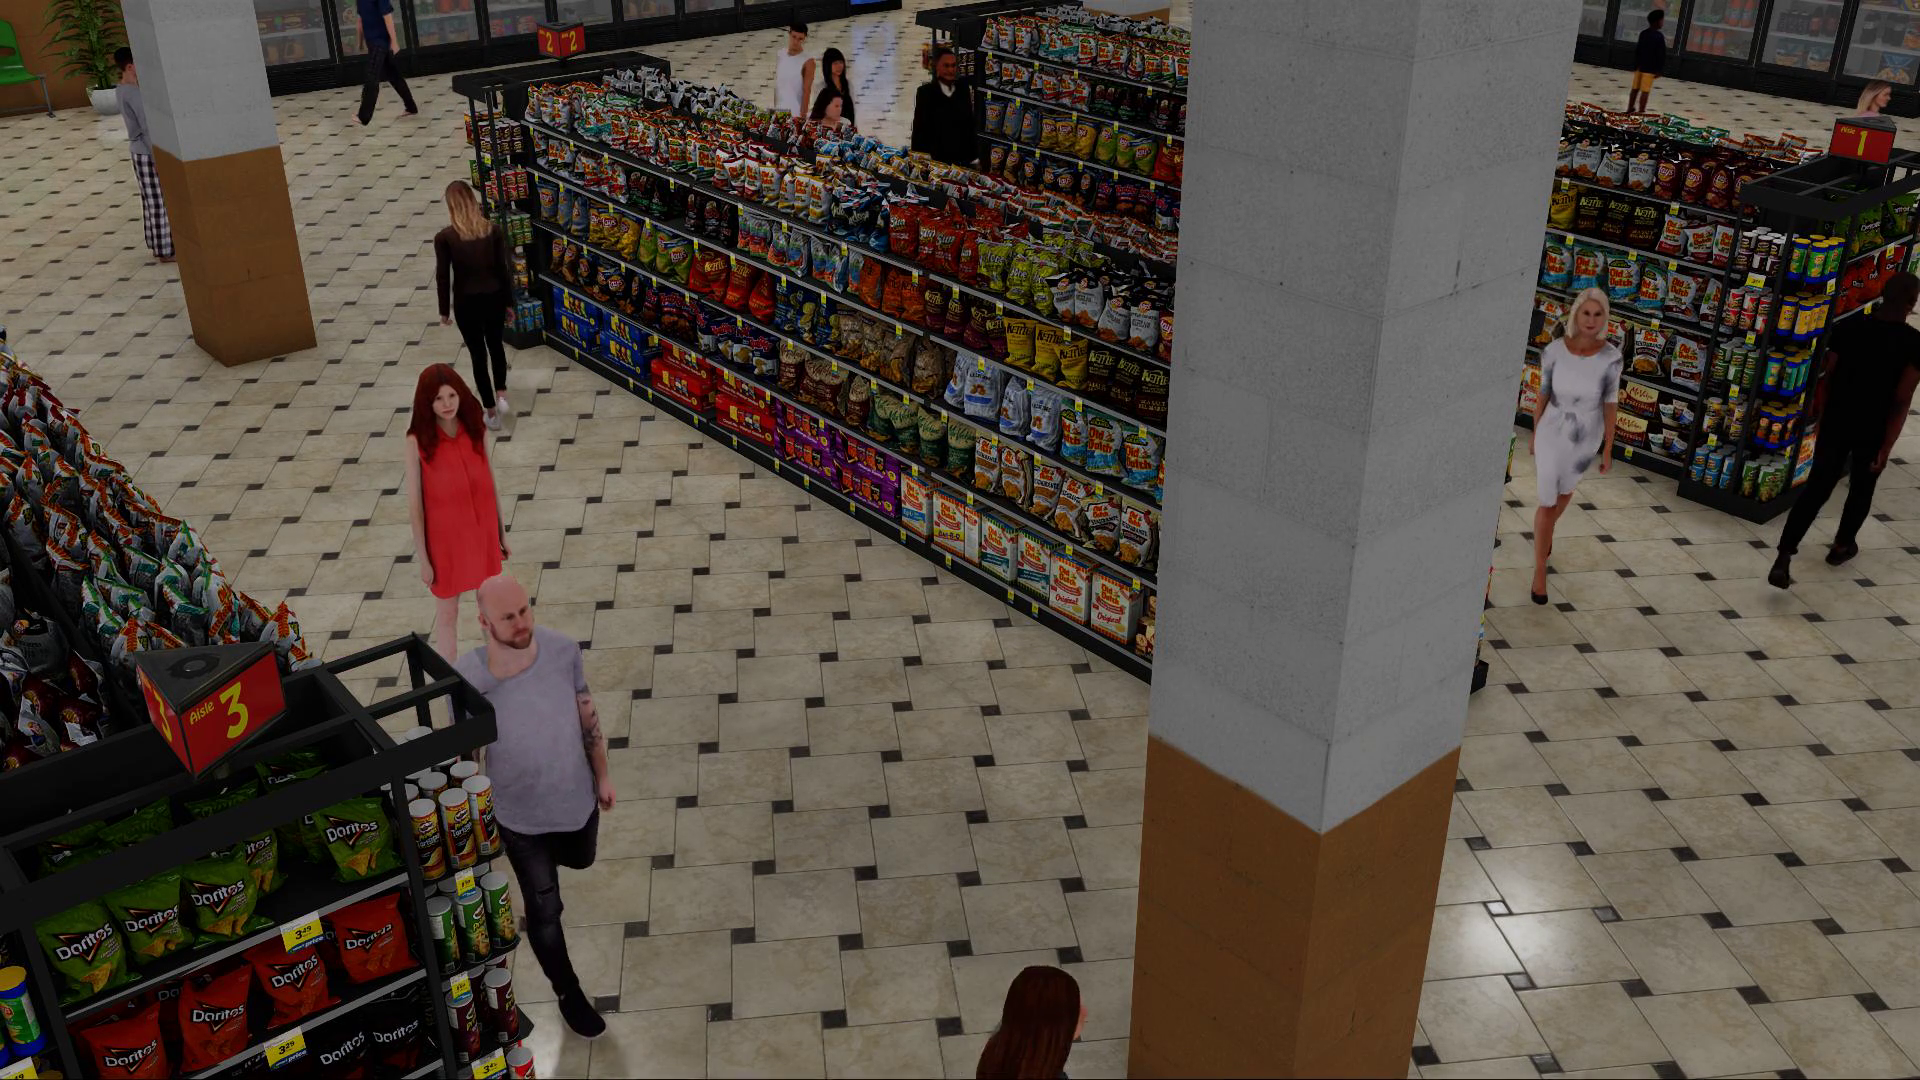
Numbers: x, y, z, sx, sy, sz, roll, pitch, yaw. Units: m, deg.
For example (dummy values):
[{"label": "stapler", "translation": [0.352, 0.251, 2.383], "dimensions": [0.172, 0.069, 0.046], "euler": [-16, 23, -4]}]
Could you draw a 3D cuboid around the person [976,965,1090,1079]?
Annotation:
[{"label": "person", "translation": [0.082, 1.845, 4.452], "dimensions": [0.960, 1.673, 1.037], "euler": [-7, 28, -14]}]

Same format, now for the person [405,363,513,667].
[{"label": "person", "translation": [-2.358, 0.022, 7.879], "dimensions": [0.594, 1.826, 0.494], "euler": [-21, 33, -35]}]

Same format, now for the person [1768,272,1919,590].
[{"label": "person", "translation": [4.816, -0.537, 9.034], "dimensions": [0.756, 1.778, 1.158], "euler": [-23, 35, -38]}]

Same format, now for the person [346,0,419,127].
[{"label": "person", "translation": [-6.648, -5.733, 19.239], "dimensions": [1.165, 1.816, 0.853], "euler": [22, 34, 36]}]

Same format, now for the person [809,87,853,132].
[{"label": "person", "translation": [-1.165, -3.002, 14.046], "dimensions": [0.773, 1.641, 1.034], "euler": [-16, 31, -29]}]

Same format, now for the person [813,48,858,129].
[{"label": "person", "translation": [-1.162, -3.775, 15.575], "dimensions": [0.615, 1.636, 0.531], "euler": [-21, 34, -36]}]

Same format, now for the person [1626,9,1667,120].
[{"label": "person", "translation": [8.070, -5.583, 19.548], "dimensions": [0.621, 1.269, 0.520], "euler": [-14, 30, -25]}]

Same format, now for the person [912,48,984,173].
[{"label": "person", "translation": [-0.183, -3.280, 14.339], "dimensions": [0.786, 1.872, 1.108], "euler": [-16, 31, -29]}]

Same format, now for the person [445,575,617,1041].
[{"label": "person", "translation": [-1.579, 0.907, 6.150], "dimensions": [0.686, 1.812, 1.127], "euler": [-20, 33, -34]}]

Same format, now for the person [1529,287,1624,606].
[{"label": "person", "translation": [3.353, -0.569, 9.185], "dimensions": [1.106, 1.698, 1.081], "euler": [6, 27, 11]}]

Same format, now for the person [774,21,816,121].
[{"label": "person", "translation": [-1.561, -4.118, 16.121], "dimensions": [0.736, 1.755, 0.759], "euler": [-17, 32, -30]}]

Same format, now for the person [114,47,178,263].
[{"label": "person", "translation": [-7.105, -3.368, 14.540], "dimensions": [0.701, 1.847, 0.480], "euler": [-18, 32, -32]}]

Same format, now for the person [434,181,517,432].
[{"label": "person", "translation": [-3.181, -1.528, 11.086], "dimensions": [0.662, 1.690, 0.622], "euler": [-15, 31, -28]}]
